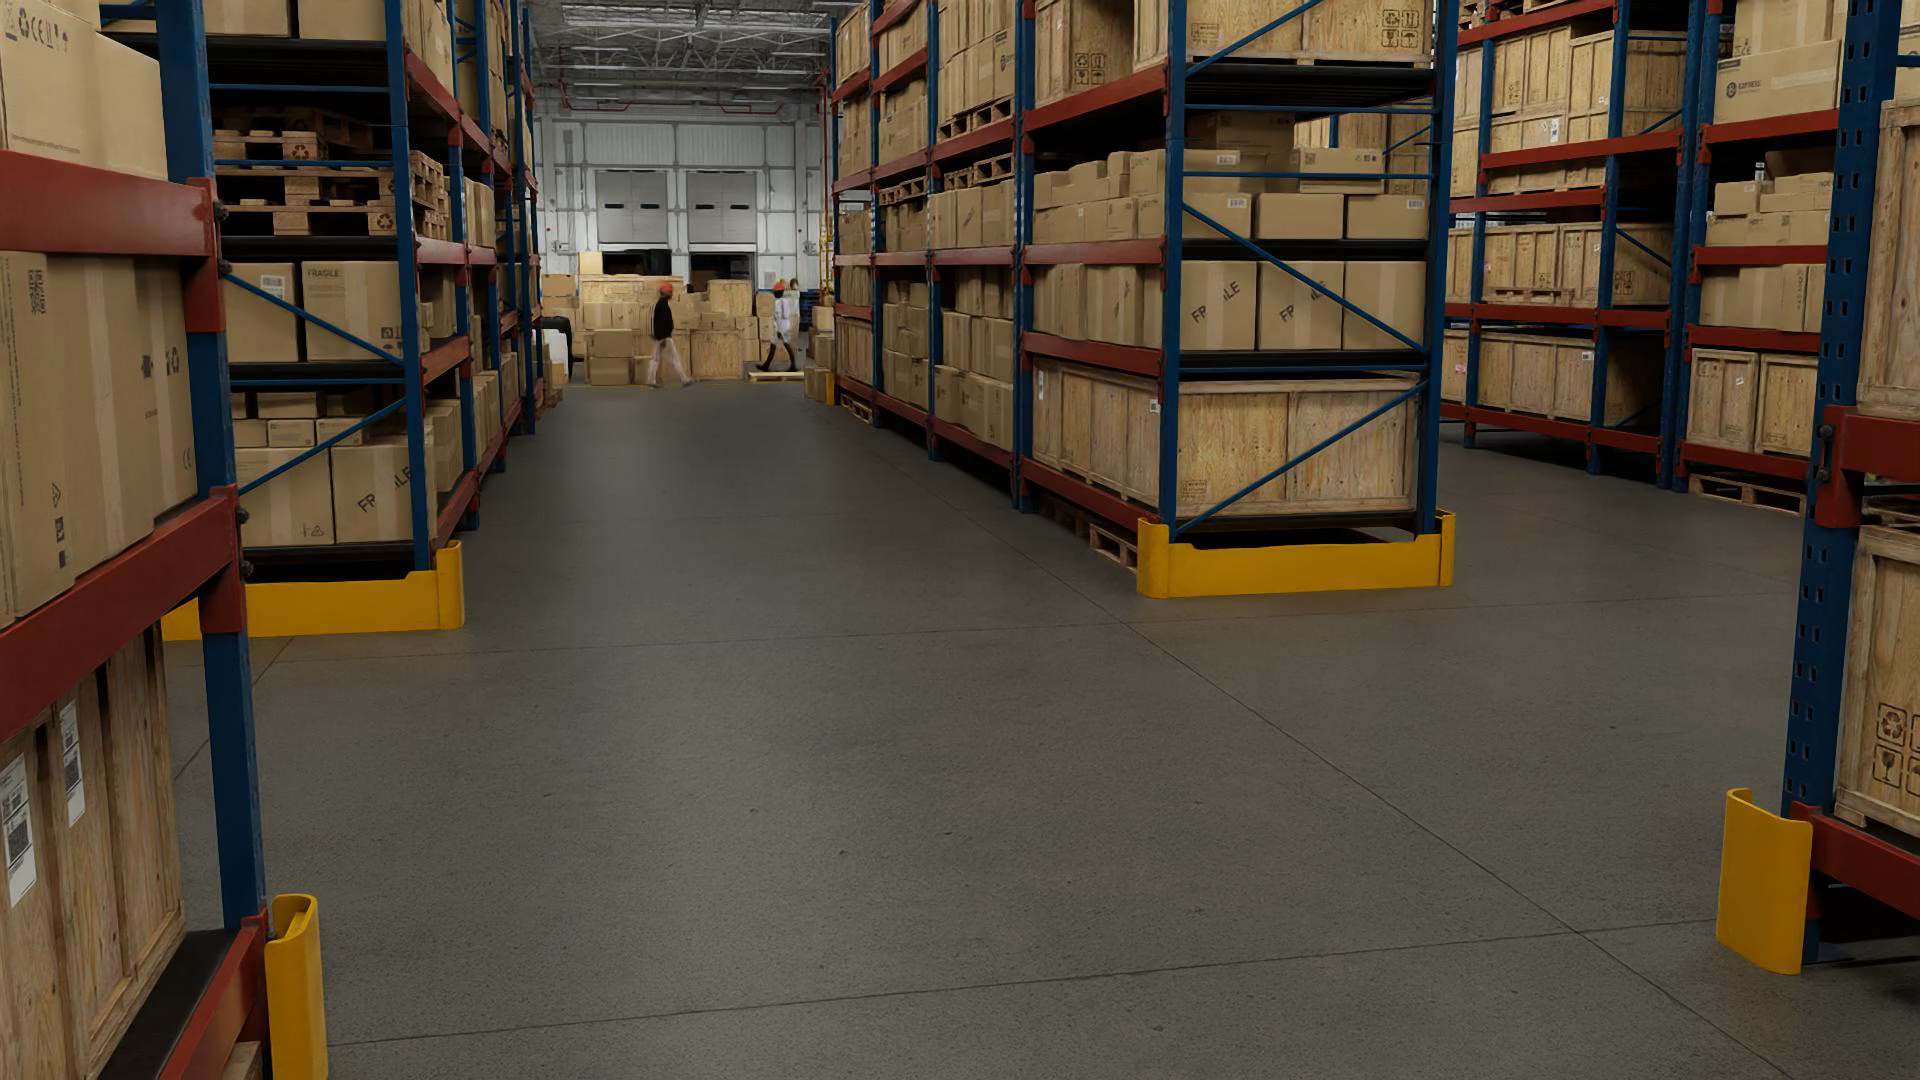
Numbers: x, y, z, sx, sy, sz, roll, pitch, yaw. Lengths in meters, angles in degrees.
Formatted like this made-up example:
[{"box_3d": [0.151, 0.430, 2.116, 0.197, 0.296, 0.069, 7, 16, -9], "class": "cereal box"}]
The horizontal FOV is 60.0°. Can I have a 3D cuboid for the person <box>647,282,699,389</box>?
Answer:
[{"box_3d": [-5.270, -3.709, 30.247, 0.992, 1.943, 0.635, -4, 10, -21], "class": "person"}]

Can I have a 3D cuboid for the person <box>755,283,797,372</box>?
[{"box_3d": [-3.805, -4.404, 34.671, 0.985, 1.883, 0.575, 4, 10, 22], "class": "person"}]

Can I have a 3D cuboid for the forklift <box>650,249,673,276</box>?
[{"box_3d": [-9.860, -8.261, 55.178, 1.873, 2.768, 1.129, 3, 10, 19], "class": "forklift"}]

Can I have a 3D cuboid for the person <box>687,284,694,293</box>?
[{"box_3d": [-6.092, -4.814, 37.327, 0.429, 1.842, 0.630, -6, 11, -33], "class": "person"}]

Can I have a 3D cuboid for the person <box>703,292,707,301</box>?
[{"box_3d": [-8.428, -7.897, 56.637, 0.550, 1.664, 0.764, 7, 12, 37], "class": "person"}]

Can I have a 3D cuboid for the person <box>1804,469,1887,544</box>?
[{"box_3d": [6.145, -0.472, 11.378, 0.737, 1.672, 0.534, -2, 10, -14], "class": "person"}]

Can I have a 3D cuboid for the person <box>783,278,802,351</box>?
[{"box_3d": [-4.389, -5.914, 43.757, 0.371, 1.934, 0.627, 5, 10, 27], "class": "person"}]

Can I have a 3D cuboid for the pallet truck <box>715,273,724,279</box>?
[{"box_3d": [-8.580, -8.986, 62.280, 1.885, 1.965, 0.823, 1, 9, 5], "class": "pallet truck"}]
